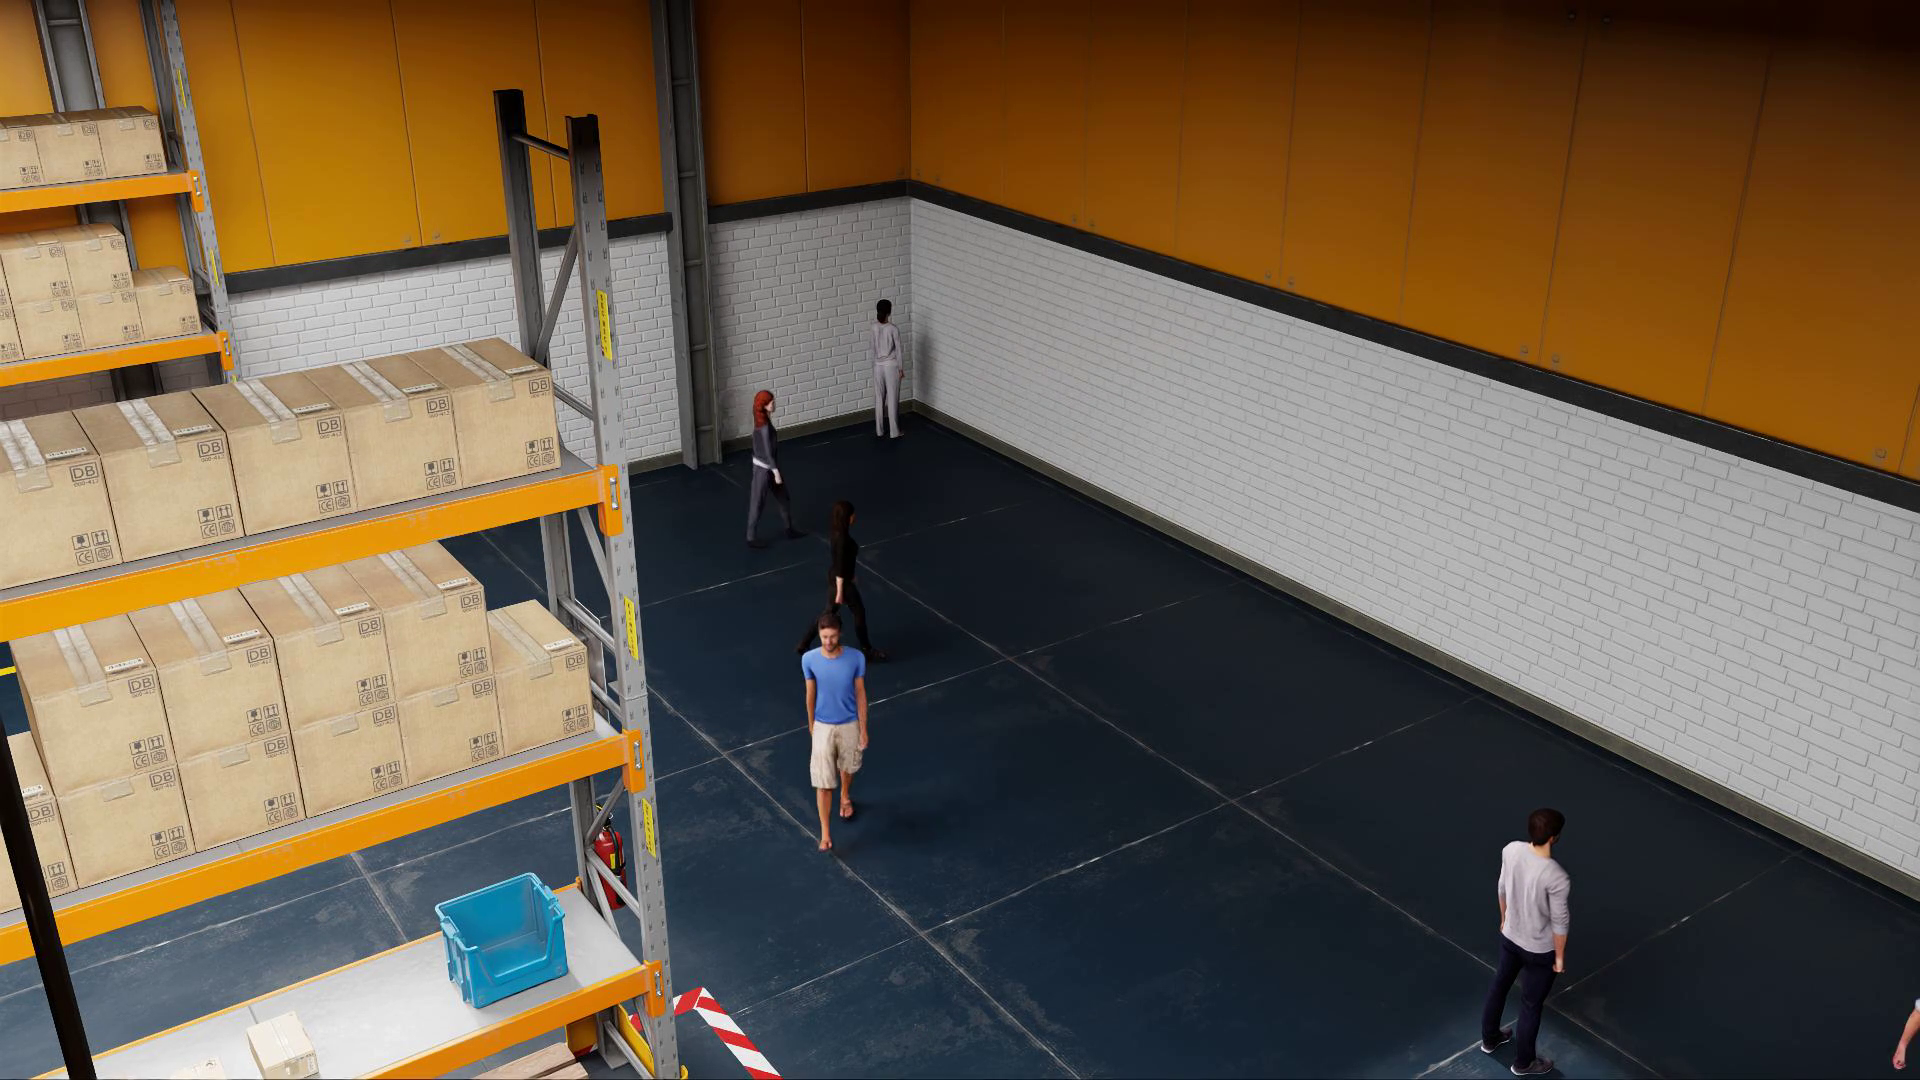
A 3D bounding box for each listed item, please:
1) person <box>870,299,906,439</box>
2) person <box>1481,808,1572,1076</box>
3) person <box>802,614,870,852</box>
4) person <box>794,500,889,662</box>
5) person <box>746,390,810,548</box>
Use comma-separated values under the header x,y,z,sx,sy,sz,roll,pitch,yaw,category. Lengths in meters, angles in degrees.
x,y,z,sx,sy,sz,roll,pitch,yaw,category
-0.921,-2.145,20.806,0.669,1.774,0.681,12,26,25,person
3.493,2.443,10.222,0.563,1.844,0.677,-13,27,-27,person
-0.935,1.364,12.720,1.203,1.820,1.065,-3,24,-7,person
-1.165,0.405,15.175,1.145,1.611,0.818,-6,24,-14,person
-2.142,-0.723,17.583,1.018,1.750,0.869,-2,24,-6,person
